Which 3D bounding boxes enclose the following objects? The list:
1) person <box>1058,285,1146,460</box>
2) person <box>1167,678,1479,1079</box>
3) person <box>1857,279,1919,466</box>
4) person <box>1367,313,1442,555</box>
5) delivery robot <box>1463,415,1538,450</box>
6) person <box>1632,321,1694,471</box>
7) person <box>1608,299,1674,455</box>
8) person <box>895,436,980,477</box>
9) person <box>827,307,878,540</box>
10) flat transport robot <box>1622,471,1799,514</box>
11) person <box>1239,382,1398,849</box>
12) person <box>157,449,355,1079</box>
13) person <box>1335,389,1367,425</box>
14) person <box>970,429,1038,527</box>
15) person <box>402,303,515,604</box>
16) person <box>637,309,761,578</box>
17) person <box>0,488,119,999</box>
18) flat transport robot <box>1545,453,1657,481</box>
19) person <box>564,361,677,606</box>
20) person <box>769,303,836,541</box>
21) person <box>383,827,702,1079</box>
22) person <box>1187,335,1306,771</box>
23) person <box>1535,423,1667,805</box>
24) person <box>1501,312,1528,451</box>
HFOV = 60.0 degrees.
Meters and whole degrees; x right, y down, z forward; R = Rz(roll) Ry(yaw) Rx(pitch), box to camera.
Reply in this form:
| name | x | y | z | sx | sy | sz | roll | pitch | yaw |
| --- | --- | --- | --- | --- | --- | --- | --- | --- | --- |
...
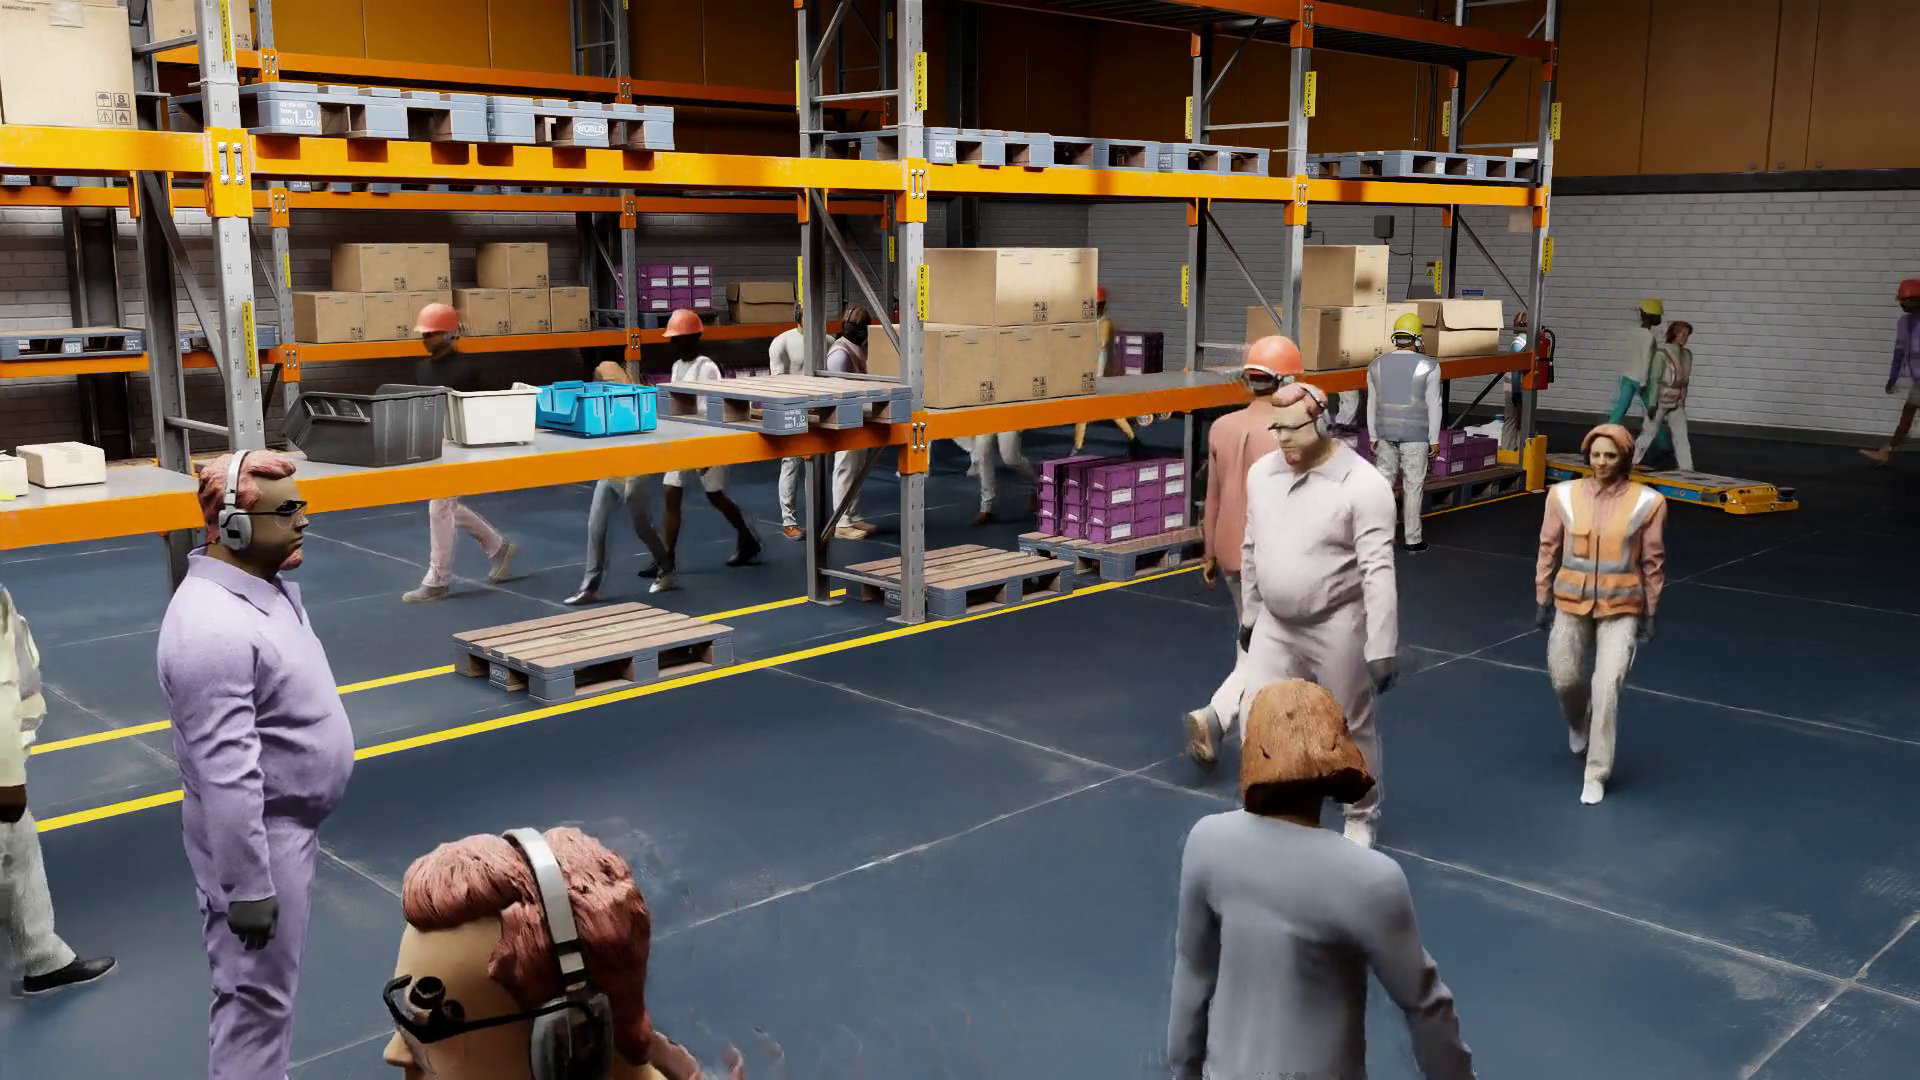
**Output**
| name | x | y | z | sx | sy | sz | roll | pitch | yaw |
| --- | --- | --- | --- | --- | --- | --- | --- | --- | --- |
| person | 1.520 | -1.736 | 17.520 | 0.956 | 1.900 | 0.535 | -4 | 11 | -20 |
| person | 0.655 | 1.056 | 3.130 | 0.833 | 1.580 | 0.590 | -7 | 13 | -34 |
| person | 9.999 | -1.725 | 17.307 | 1.137 | 1.948 | 0.615 | 0 | 10 | -2 |
| person | 3.370 | -0.803 | 12.626 | 0.587 | 1.827 | 0.403 | 9 | 14 | 40 |
| delivery robot | 5.575 | -1.053 | 17.185 | 0.477 | 0.478 | 0.707 | -10 | 14 | -44 |
| person | 6.741 | -1.293 | 15.919 | 0.560 | 1.613 | 0.777 | -7 | 12 | -32 |
| person | 7.450 | -1.747 | 18.065 | 0.935 | 1.709 | 0.529 | -1 | 10 | -6 |
| person | -0.160 | -1.524 | 16.491 | 0.891 | 1.855 | 0.578 | -2 | 11 | -12 |
| person | -0.839 | -0.934 | 13.291 | 0.430 | 1.840 | 0.625 | 3 | 11 | 14 |
| flat transport robot | 6.677 | -0.446 | 14.903 | 0.652 | 0.197 | 1.431 | -5 | 11 | -25 |
| person | 1.285 | 0.347 | 6.237 | 0.886 | 1.854 | 0.769 | -10 | 14 | -43 |
| person | -1.674 | 0.726 | 4.051 | 0.401 | 1.906 | 0.649 | -3 | 11 | -15 |
| person | 4.007 | -1.634 | 16.981 | 0.341 | 1.883 | 0.581 | -1 | 10 | -3 |
| person | 0.400 | -1.081 | 13.897 | 0.647 | 1.915 | 0.727 | 9 | 14 | 40 |
| person | -3.379 | -0.603 | 11.122 | 0.623 | 1.969 | 0.897 | 9 | 14 | 40 |
| person | -1.841 | -0.696 | 11.853 | 0.963 | 1.900 | 0.561 | -9 | 14 | -41 |
| person | -3.013 | 0.620 | 4.932 | 0.602 | 1.806 | 0.839 | 8 | 13 | 37 |
| flat transport robot | 6.026 | -0.677 | 16.165 | 0.652 | 0.197 | 1.431 | -4 | 11 | -20 |
| person | -2.225 | -0.391 | 10.993 | 0.516 | 1.592 | 0.840 | 8 | 13 | 39 |
| person | -1.216 | -0.972 | 13.239 | 0.627 | 1.934 | 0.370 | -8 | 13 | -38 |
| person | -0.291 | 1.175 | 1.665 | 0.812 | 1.884 | 0.637 | -8 | 13 | -36 |
| person | 1.297 | 0.073 | 7.462 | 0.788 | 1.973 | 0.625 | -9 | 13 | -39 |
| person | 2.780 | 0.288 | 7.236 | 0.522 | 1.622 | 0.635 | 6 | 12 | 28 |
| person | 5.670 | -1.493 | 16.877 | 0.315 | 1.641 | 0.515 | 6 | 12 | 28 |
